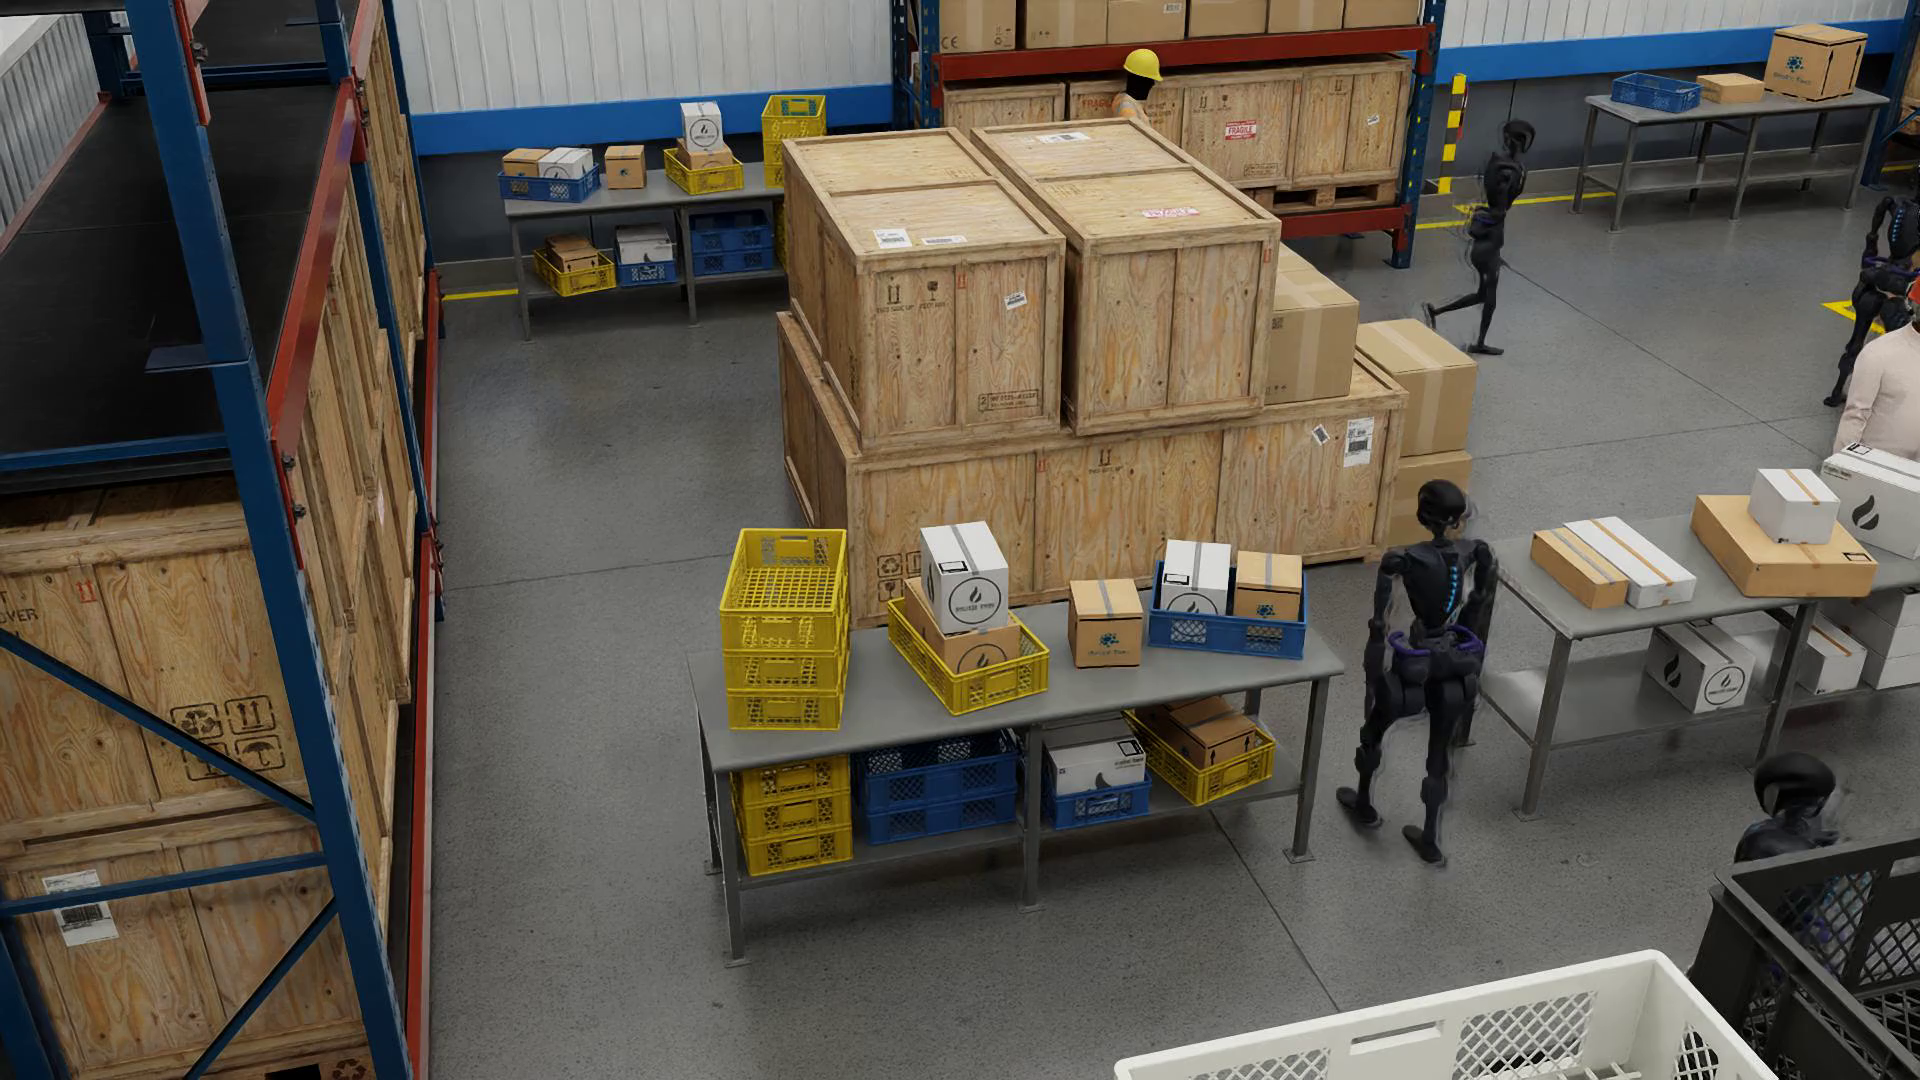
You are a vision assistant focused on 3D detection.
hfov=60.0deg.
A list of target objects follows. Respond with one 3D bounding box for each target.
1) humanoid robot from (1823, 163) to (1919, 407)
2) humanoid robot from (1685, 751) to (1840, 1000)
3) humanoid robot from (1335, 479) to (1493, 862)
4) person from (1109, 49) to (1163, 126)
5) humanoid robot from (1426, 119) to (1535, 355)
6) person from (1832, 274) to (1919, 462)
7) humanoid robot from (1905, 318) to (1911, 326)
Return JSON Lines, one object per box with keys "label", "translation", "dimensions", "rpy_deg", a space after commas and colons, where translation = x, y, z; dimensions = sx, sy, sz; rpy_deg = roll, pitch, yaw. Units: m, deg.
{"label": "humanoid robot", "translation": [5.914, -1.590, 10.536], "dimensions": [0.346, 1.652, 0.575], "rpy_deg": [-13, 32, -23]}
{"label": "humanoid robot", "translation": [2.485, 1.339, 5.262], "dimensions": [0.749, 1.626, 0.626], "rpy_deg": [21, 35, 33]}
{"label": "humanoid robot", "translation": [1.873, 0.506, 6.742], "dimensions": [0.562, 1.640, 0.627], "rpy_deg": [-6, 29, -11]}
{"label": "person", "translation": [1.248, -2.607, 12.141], "dimensions": [0.375, 1.917, 0.584], "rpy_deg": [1, 29, 1]}
{"label": "humanoid robot", "translation": [3.595, -2.101, 11.476], "dimensions": [0.530, 1.628, 0.636], "rpy_deg": [9, 30, 16]}
{"label": "person", "translation": [4.495, -0.385, 8.042], "dimensions": [0.621, 1.990, 0.395], "rpy_deg": [-7, 30, -13]}
{"label": "humanoid robot", "translation": [5.106, -0.712, 9.014], "dimensions": [0.732, 1.648, 0.577], "rpy_deg": [-1, 29, -2]}
